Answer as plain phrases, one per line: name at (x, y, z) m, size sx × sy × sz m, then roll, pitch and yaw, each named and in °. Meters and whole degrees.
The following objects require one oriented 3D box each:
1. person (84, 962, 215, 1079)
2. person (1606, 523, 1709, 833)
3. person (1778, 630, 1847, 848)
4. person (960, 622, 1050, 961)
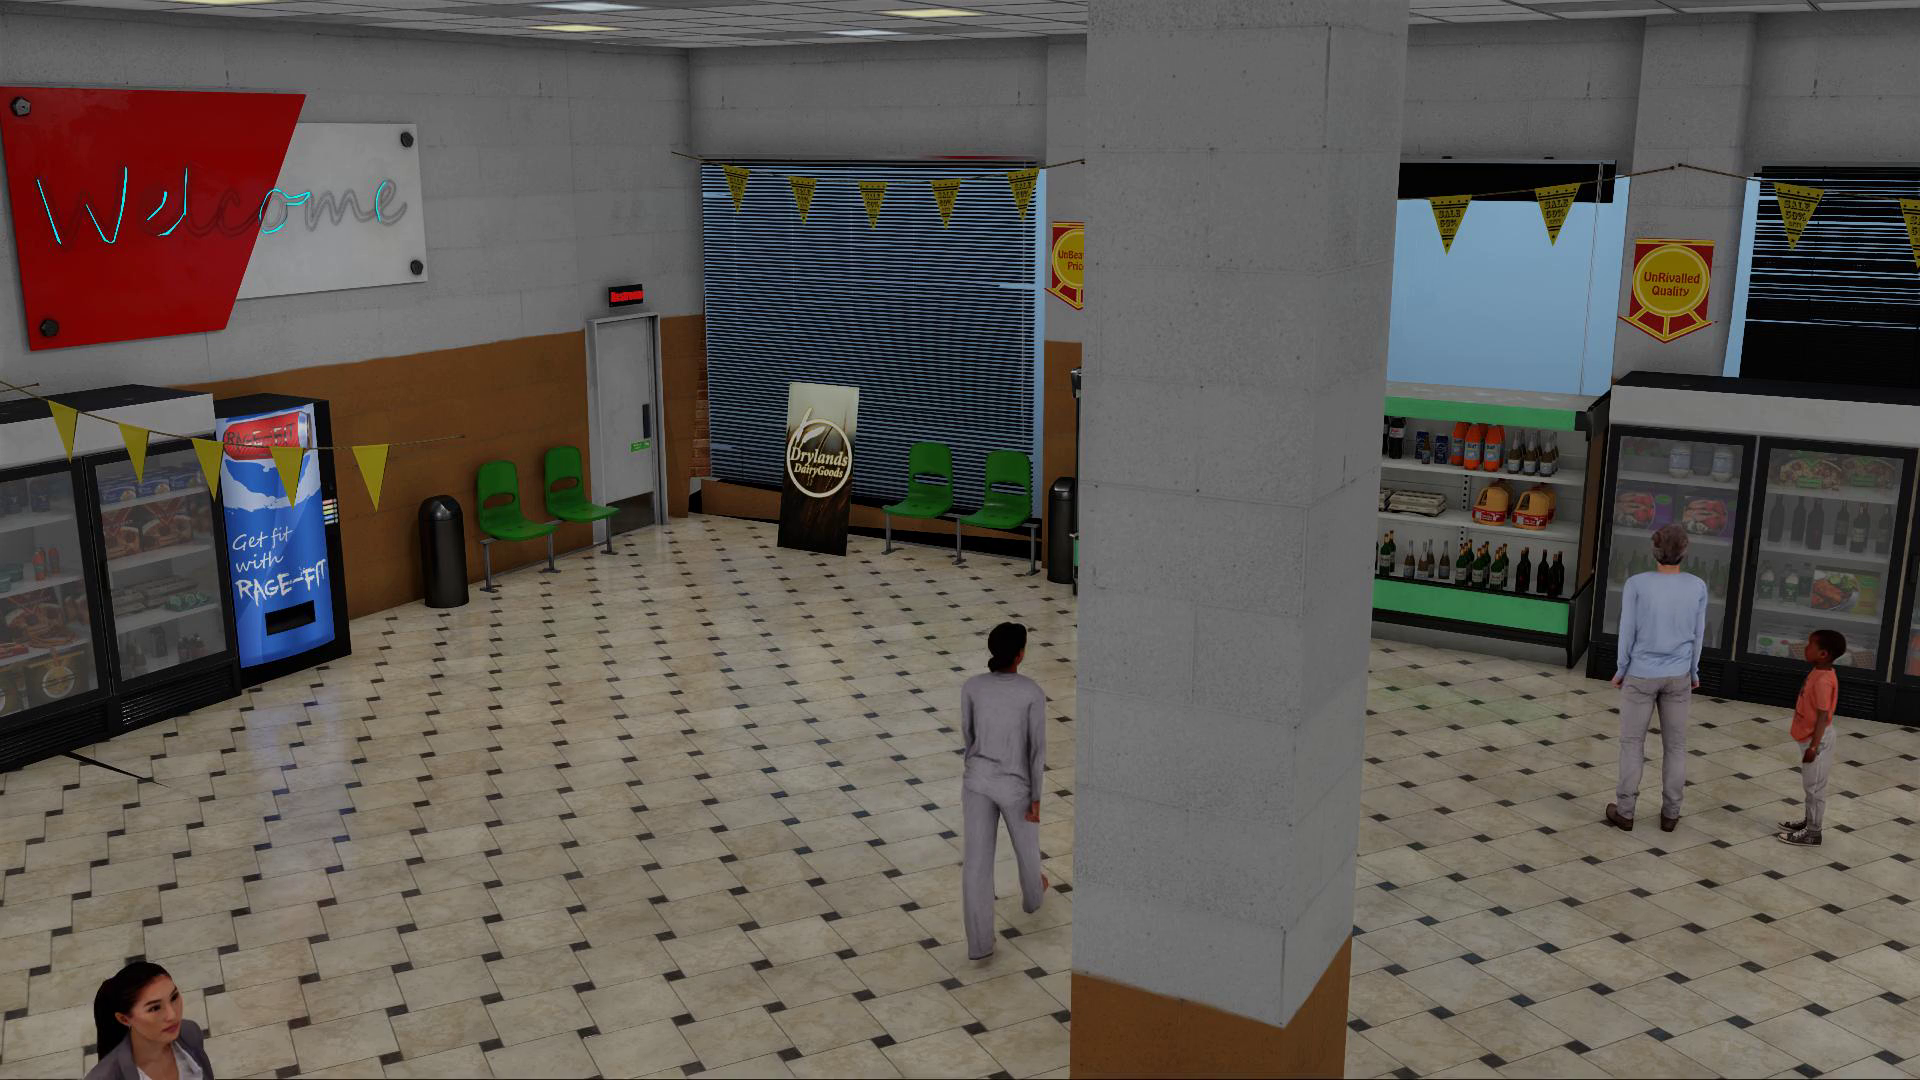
person at (-2.579, 2.091, 5.250) m, size 0.603 × 1.662 × 0.626 m, roll 7°, pitch 15°, yaw 26°
person at (4.192, 0.824, 9.984) m, size 0.647 × 1.894 × 0.790 m, roll 2°, pitch 14°, yaw 8°
person at (5.070, 1.160, 9.836) m, size 0.468 × 1.310 × 0.498 m, roll 7°, pitch 15°, yaw 26°
person at (0.176, 1.299, 8.453) m, size 1.114 × 1.692 × 0.881 m, roll 4°, pitch 14°, yaw 17°
